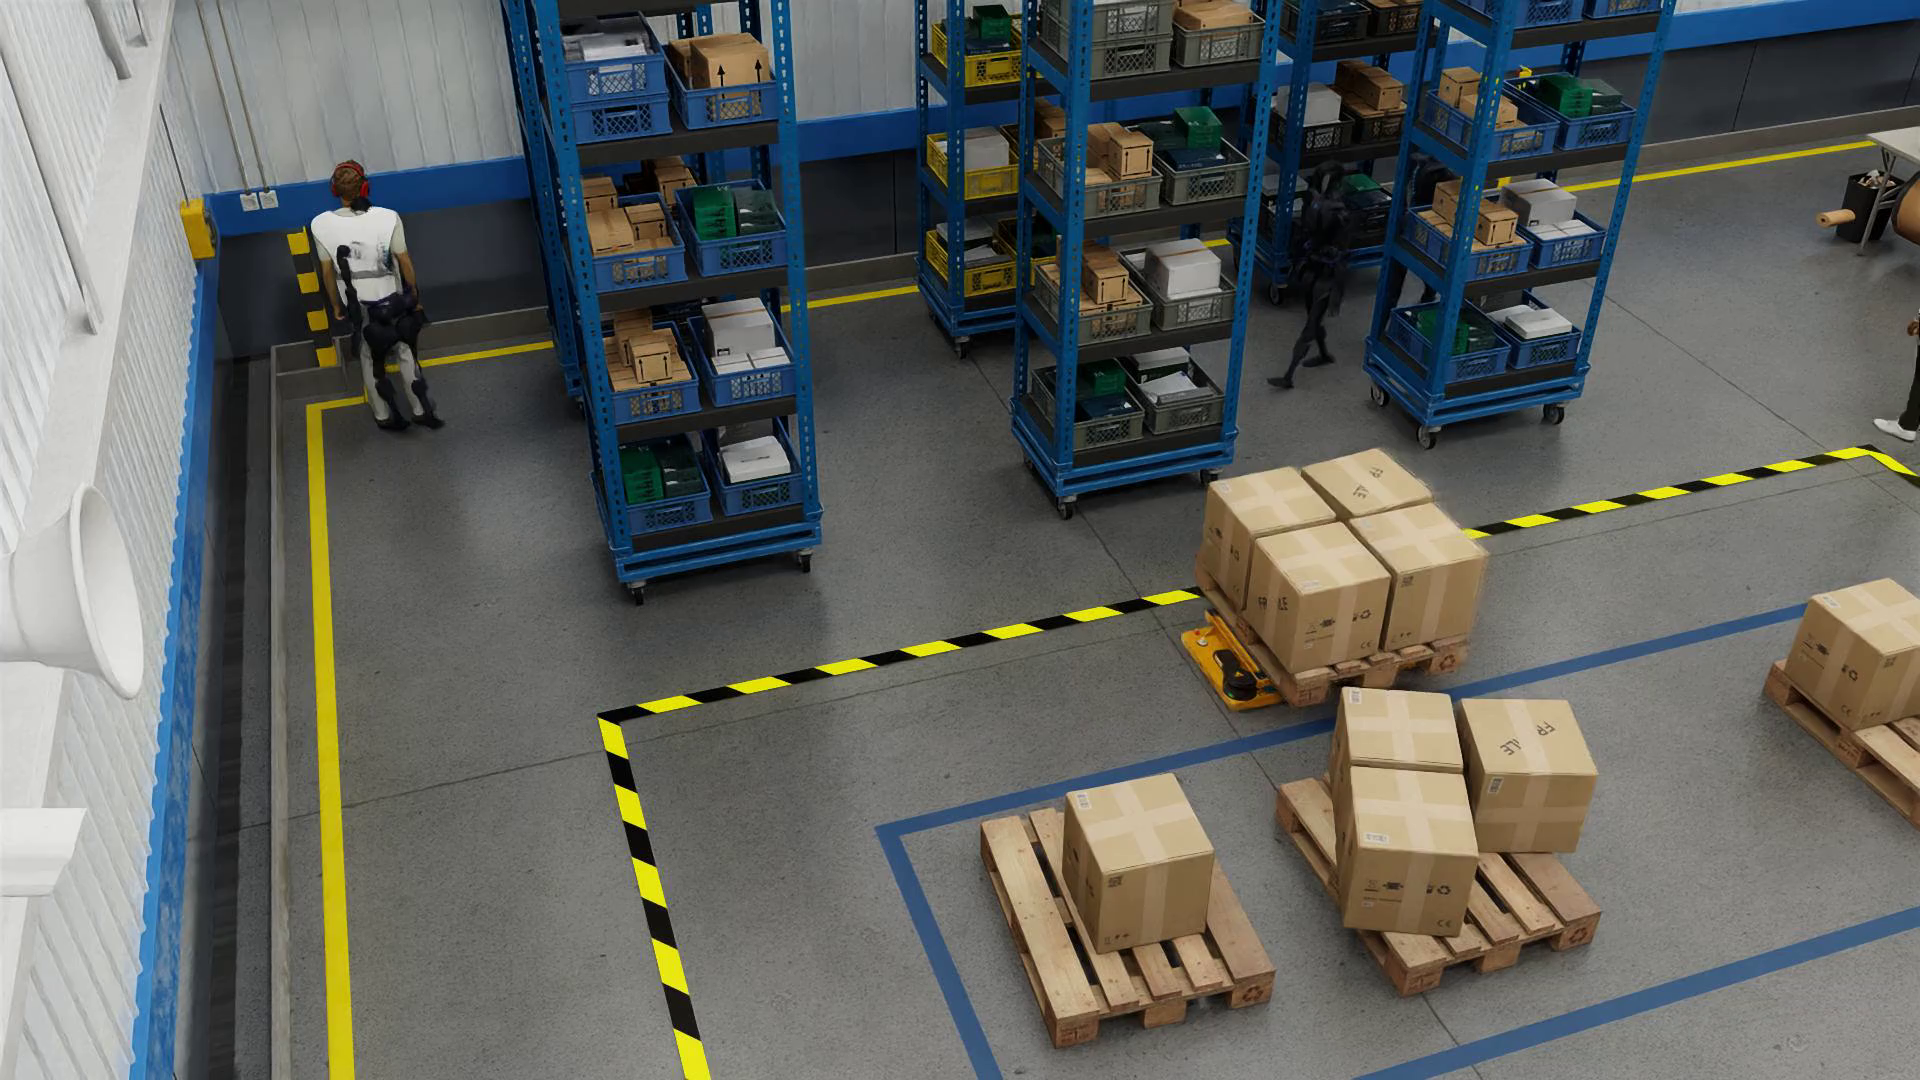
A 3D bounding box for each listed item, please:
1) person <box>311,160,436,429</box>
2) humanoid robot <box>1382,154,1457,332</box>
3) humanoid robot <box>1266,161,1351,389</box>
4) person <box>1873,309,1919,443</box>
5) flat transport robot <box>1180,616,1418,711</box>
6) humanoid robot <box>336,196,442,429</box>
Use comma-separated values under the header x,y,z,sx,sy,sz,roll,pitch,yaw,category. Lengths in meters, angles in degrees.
x,y,z,sx,sy,sz,roll,pitch,yaw,category
-3.848,-1.574,10.921,0.566,1.841,0.375,-7,36,-10,person
3.278,-2.173,11.930,0.544,1.638,0.585,-16,38,-22,humanoid robot
2.435,-1.842,11.470,0.728,1.625,0.615,-15,38,-20,humanoid robot
6.447,-1.487,10.806,0.589,1.862,0.413,-10,36,-14,person
2.020,0.539,9.266,1.431,0.197,0.652,-11,37,-15,flat transport robot
-3.756,-1.470,10.925,0.455,1.630,0.610,18,39,24,humanoid robot
